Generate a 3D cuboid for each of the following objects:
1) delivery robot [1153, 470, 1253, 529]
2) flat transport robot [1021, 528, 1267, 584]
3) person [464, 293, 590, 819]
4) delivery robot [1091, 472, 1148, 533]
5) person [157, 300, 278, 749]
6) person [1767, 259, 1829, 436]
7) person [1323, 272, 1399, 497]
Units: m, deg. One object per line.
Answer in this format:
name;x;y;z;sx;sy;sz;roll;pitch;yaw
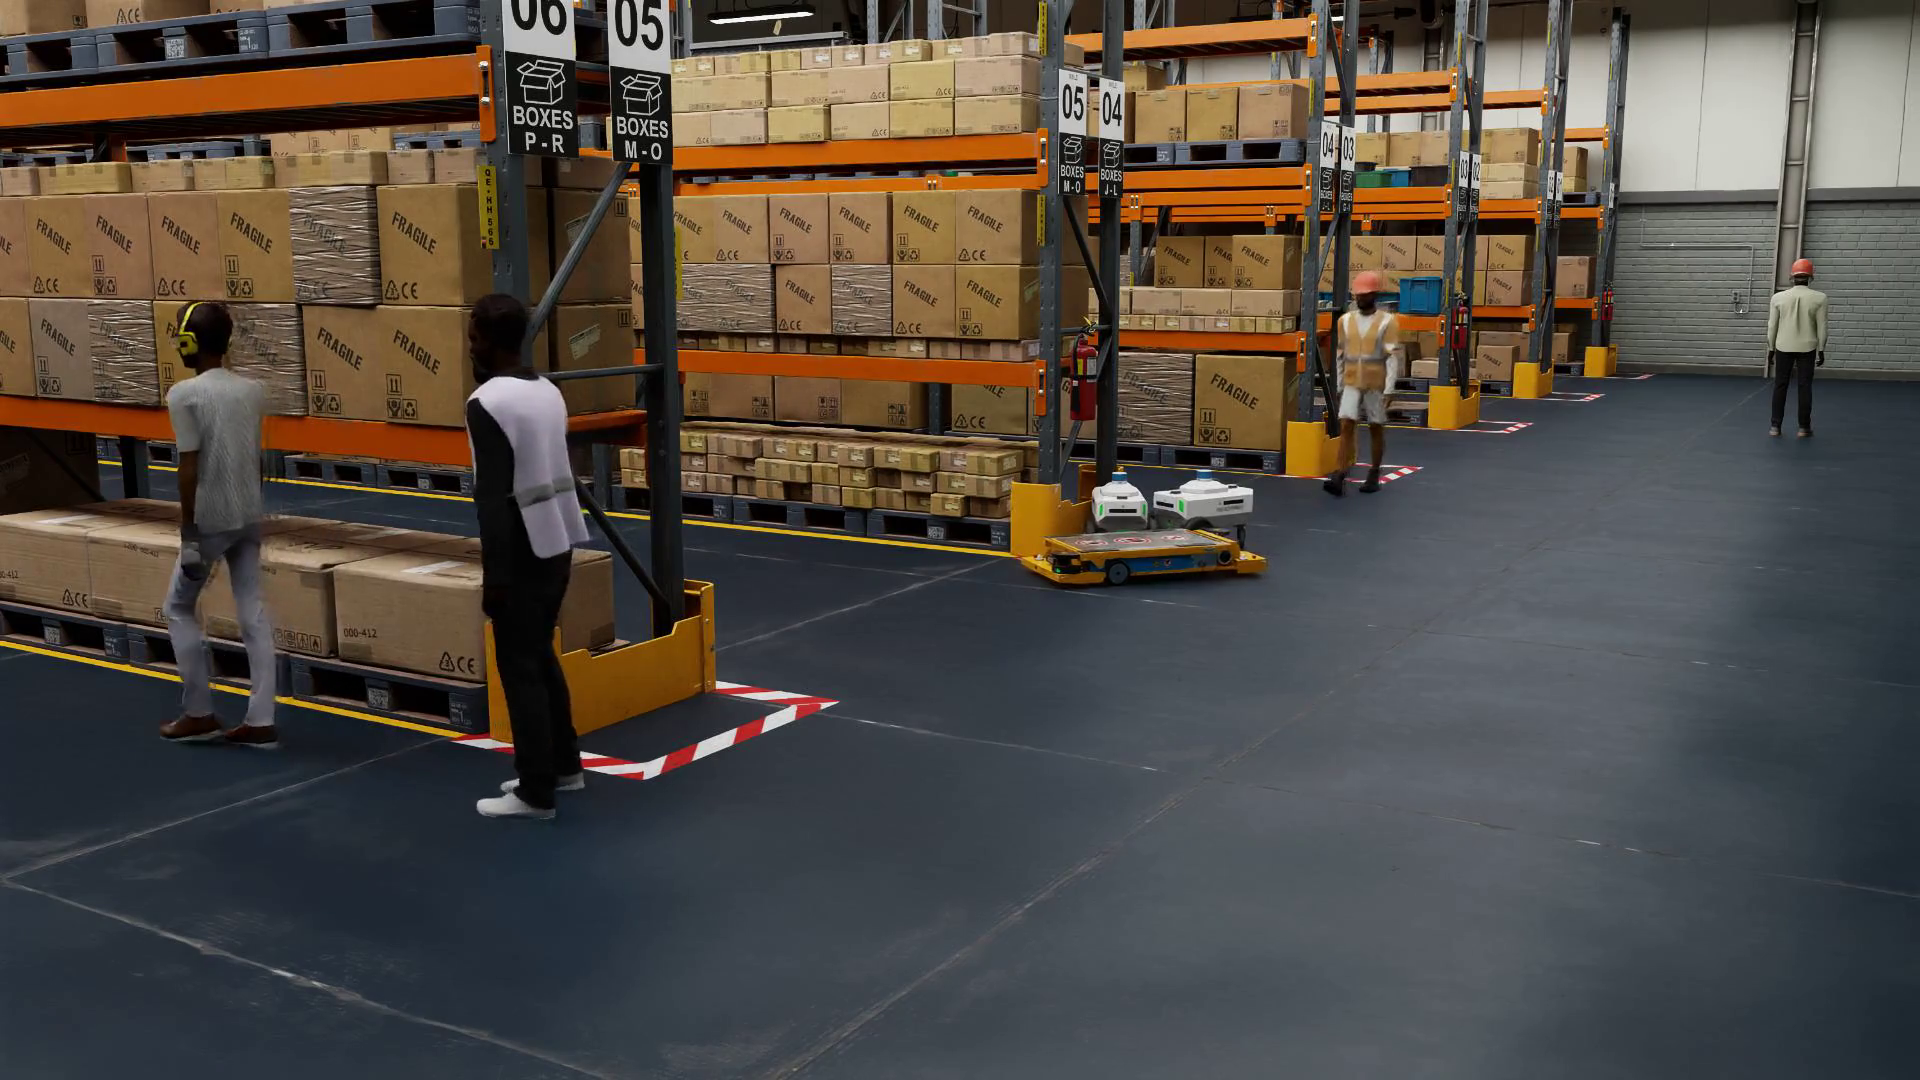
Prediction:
delivery robot;1.684;-0.243;11.477;0.707;0.478;0.477;-6;12;-33
flat transport robot;1.173;0.091;10.626;1.431;0.197;0.652;-3;10;-19
person;-1.579;0.061;6.070;0.437;1.900;0.601;2;10;9
delivery robot;1.084;-0.221;11.347;0.477;0.478;0.707;0;10;1
person;-3.119;-0.058;6.884;0.711;1.842;0.542;4;11;23
person;9.458;-2.167;18.798;0.619;1.997;0.373;6;12;33
person;3.382;-1.297;14.006;0.573;1.888;0.962;6;12;32
